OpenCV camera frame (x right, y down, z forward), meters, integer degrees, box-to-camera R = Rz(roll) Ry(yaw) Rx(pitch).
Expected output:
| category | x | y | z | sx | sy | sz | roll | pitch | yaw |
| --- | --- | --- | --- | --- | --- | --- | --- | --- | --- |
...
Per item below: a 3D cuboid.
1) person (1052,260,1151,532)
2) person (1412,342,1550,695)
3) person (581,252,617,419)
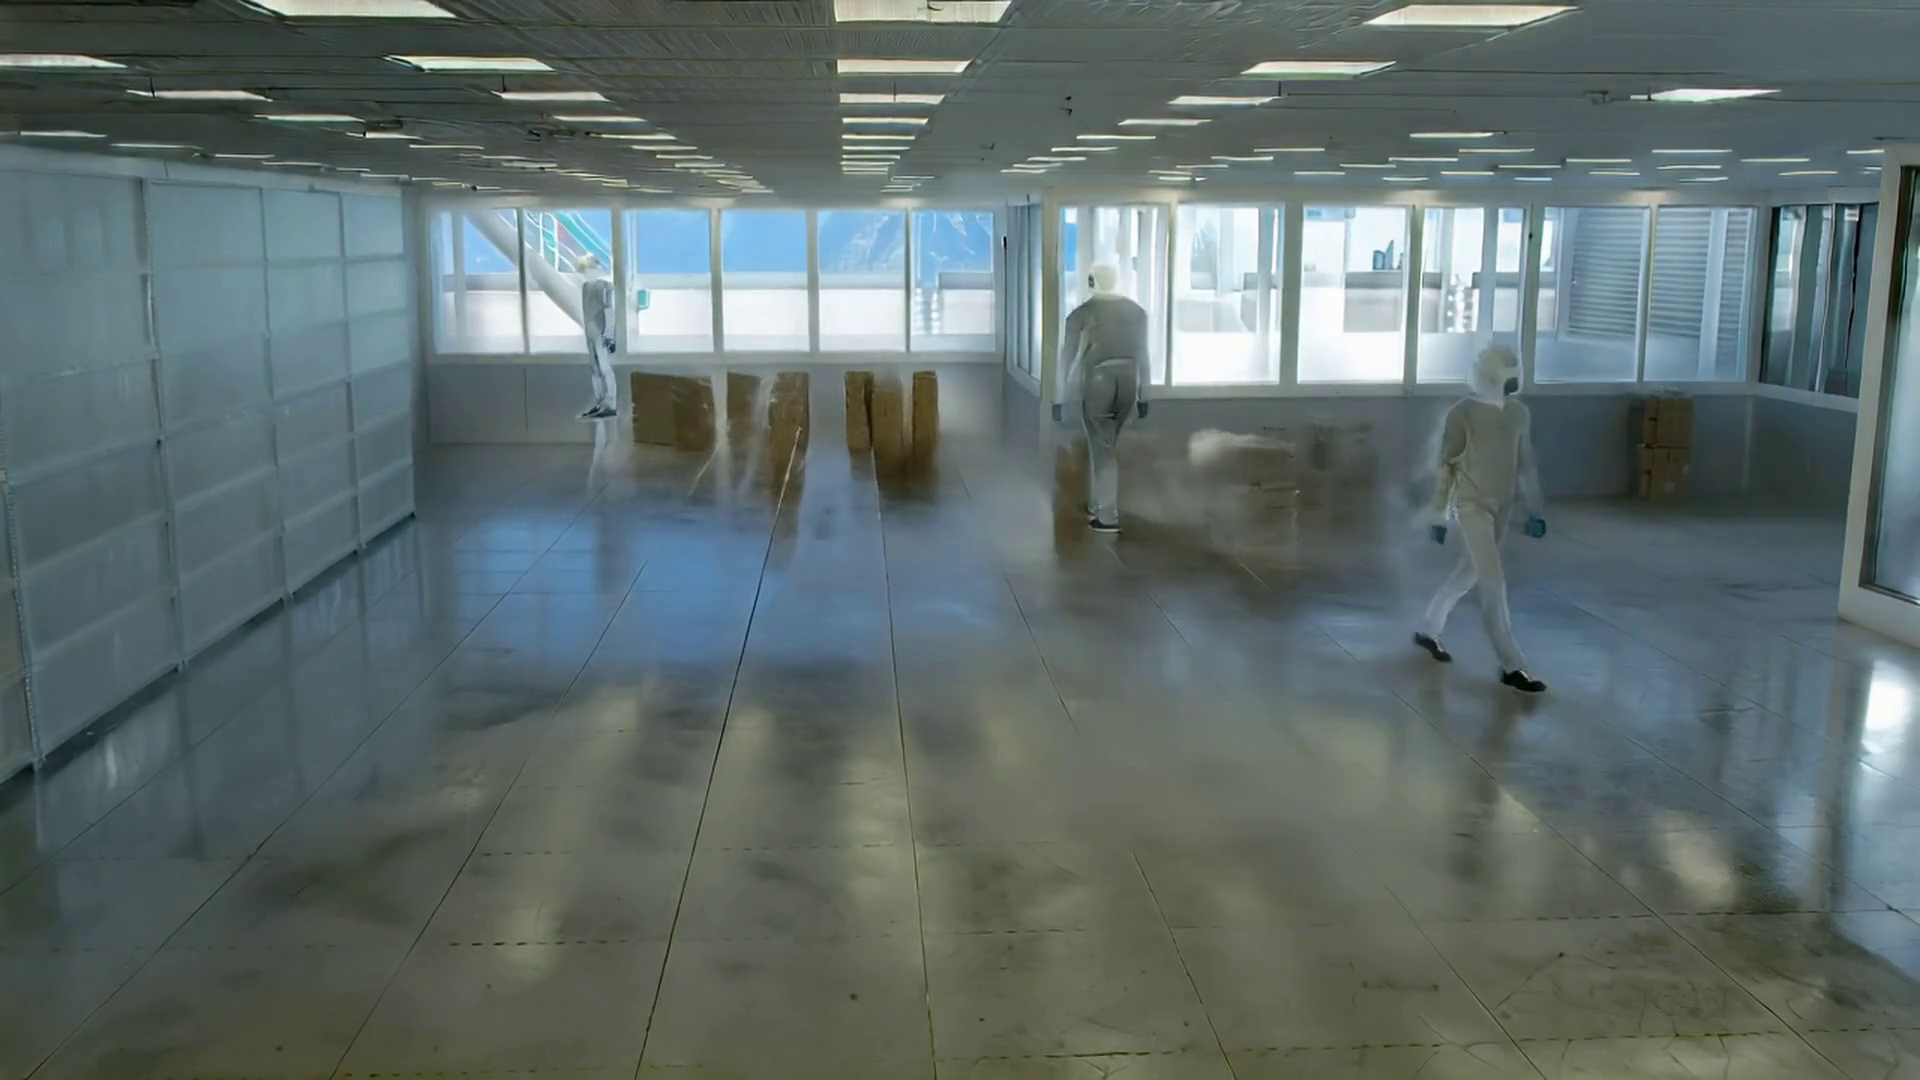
| category | x | y | z | sx | sy | sz | roll | pitch | yaw |
| --- | --- | --- | --- | --- | --- | --- | --- | --- | --- |
| person | 0.940 | -1.025 | 11.758 | 0.680 | 1.879 | 0.762 | -6 | 12 | -29 |
| person | 2.450 | -0.134 | 7.769 | 0.515 | 1.587 | 0.873 | -6 | 12 | -31 |
| person | -4.072 | -2.283 | 18.649 | 0.502 | 1.861 | 0.328 | 9 | 14 | 40 |
